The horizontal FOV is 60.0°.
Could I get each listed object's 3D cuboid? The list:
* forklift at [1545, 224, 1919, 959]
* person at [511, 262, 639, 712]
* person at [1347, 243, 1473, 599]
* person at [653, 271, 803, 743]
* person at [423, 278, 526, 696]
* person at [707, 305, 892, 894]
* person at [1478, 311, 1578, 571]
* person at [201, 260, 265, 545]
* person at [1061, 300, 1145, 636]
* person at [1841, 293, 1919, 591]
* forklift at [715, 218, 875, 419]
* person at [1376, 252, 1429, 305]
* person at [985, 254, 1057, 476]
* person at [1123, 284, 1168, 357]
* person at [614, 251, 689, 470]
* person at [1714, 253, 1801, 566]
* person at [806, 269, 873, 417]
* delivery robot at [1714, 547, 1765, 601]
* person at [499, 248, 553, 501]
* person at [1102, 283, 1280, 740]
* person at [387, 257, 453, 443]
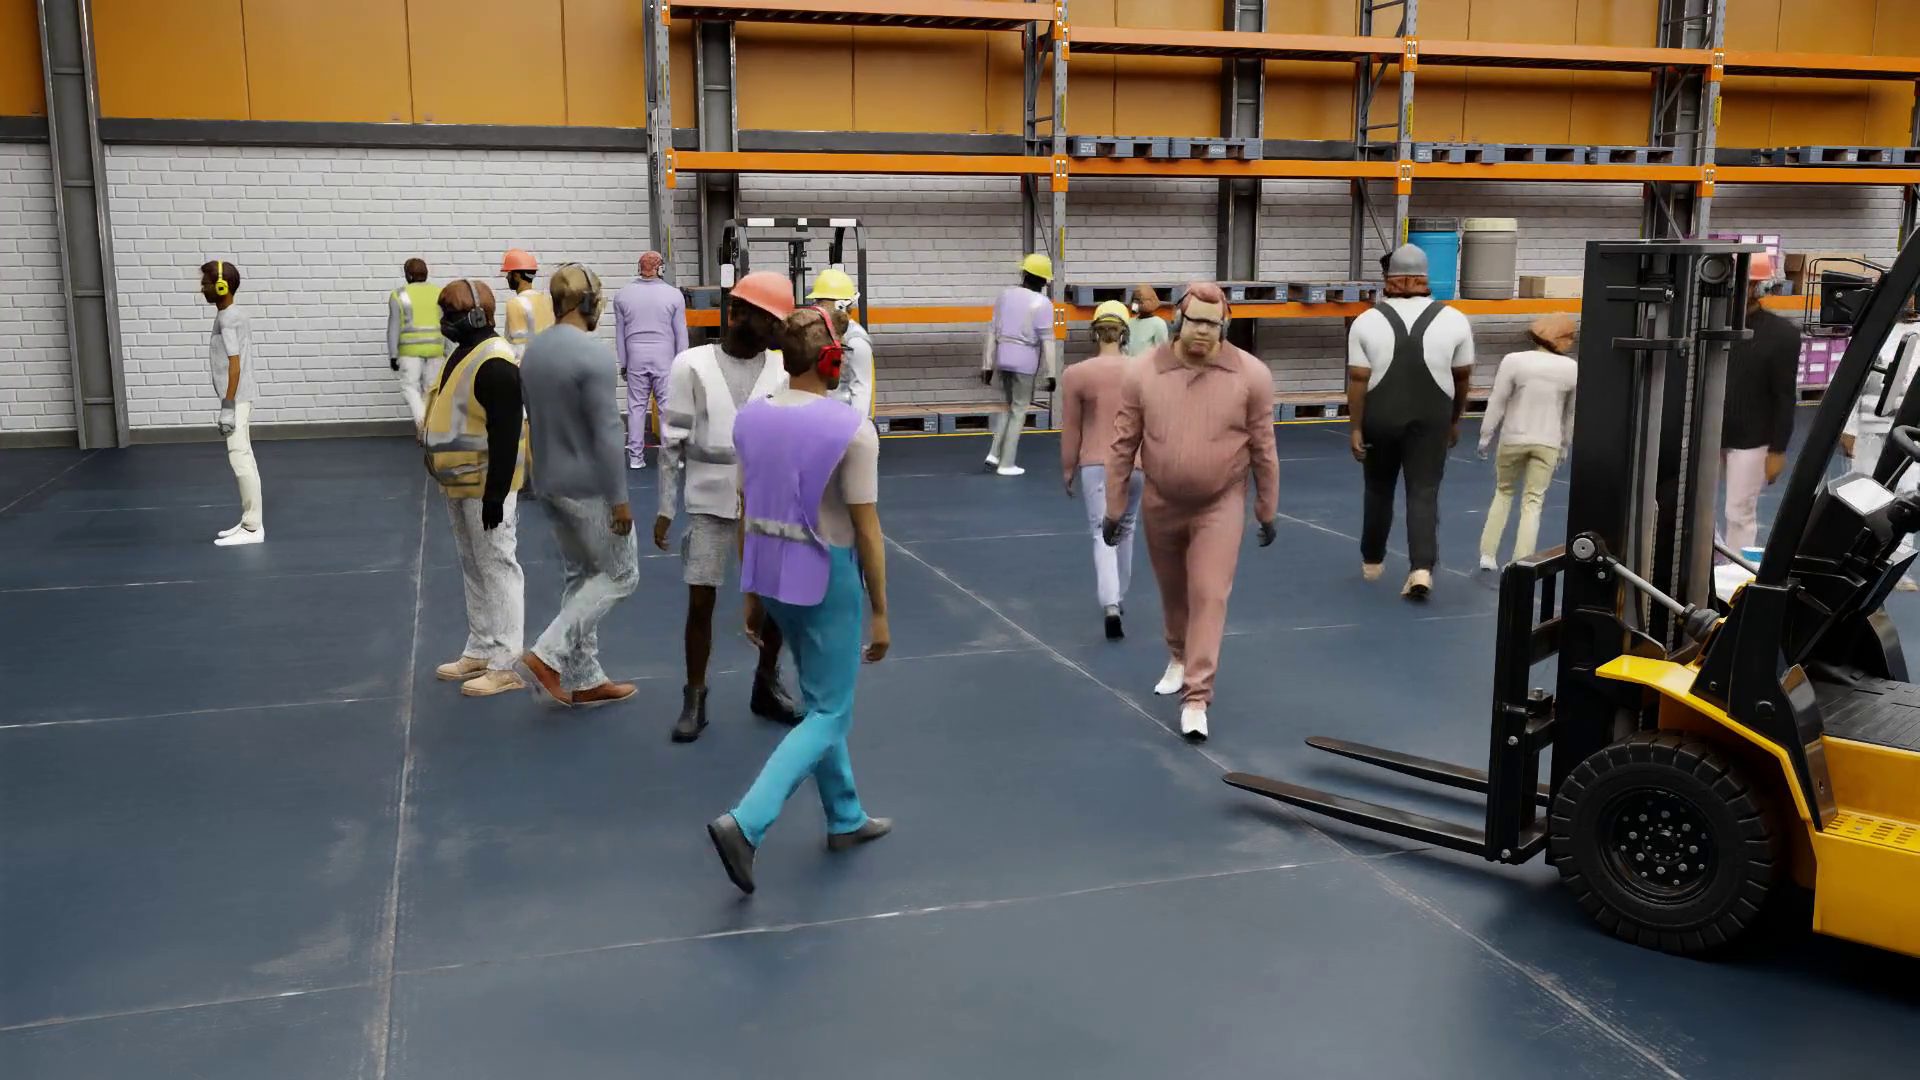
[{"bbox_3d":[2.909,0.117,4.508,2.313,2.155,1.214,9,14,40],"label":"forklift"},{"bbox_3d":[-1.638,-0.197,6.985,0.506,1.918,0.643,-9,14,-40],"label":"person"},{"bbox_3d":[2.549,-0.710,9.463,0.690,2.000,0.990,2,11,13],"label":"person"},{"bbox_3d":[-0.925,-0.130,6.715,0.627,1.892,0.395,-3,11,-15],"label":"person"},{"bbox_3d":[-2.157,-0.237,7.422,0.429,1.843,0.627,-7,12,-34],"label":"person"},{"bbox_3d":[-0.500,0.177,5.214,0.575,1.819,0.808,9,14,40],"label":"person"},{"bbox_3d":[3.331,-0.530,9.714,0.583,1.594,0.418,3,11,15],"label":"person"},{"bbox_3d":[-4.814,-0.901,10.980,0.329,1.873,0.508,-3,11,-17],"label":"person"},{"bbox_3d":[0.815,-0.383,8.596,0.574,1.712,0.886,-1,10,-6],"label":"person"},{"bbox_3d":[5.437,-0.675,9.787,0.580,1.858,0.793,1,10,7],"label":"person"},{"bbox_3d":[-1.522,-1.778,14.899,1.214,2.155,2.313,-3,11,-17],"label":"forklift"},{"bbox_3d":[4.262,-1.803,15.899,0.967,1.896,0.633,-5,11,-25],"label":"person"},{"bbox_3d":[0.529,-1.478,14.112,0.601,1.878,0.529,9,14,40],"label":"person"},{"bbox_3d":[1.544,-1.329,13.978,0.266,1.632,0.507,-7,12,-32],"label":"person"},{"bbox_3d":[-2.664,-1.552,14.478,0.636,1.900,0.403,1,10,3],"label":"person"},{"bbox_3d":[3.969,-0.518,8.566,0.430,1.981,0.643,-7,12,-33],"label":"person"},{"bbox_3d":[-0.724,-0.660,9.757,0.404,1.835,0.586,-5,11,-24],"label":"person"},{"bbox_3d":[3.736,0.277,7.870,0.707,0.478,0.477,5,12,27],"label":"delivery robot"},{"bbox_3d":[-3.337,-1.265,12.792,0.357,1.938,0.542,2,11,13],"label":"person"},{"bbox_3d":[0.967,-0.157,6.981,0.700,1.851,1.017,3,11,18],"label":"person"},{"bbox_3d":[-5.255,-1.837,16.233,0.645,1.831,0.658,-8,13,-38],"label":"person"}]
